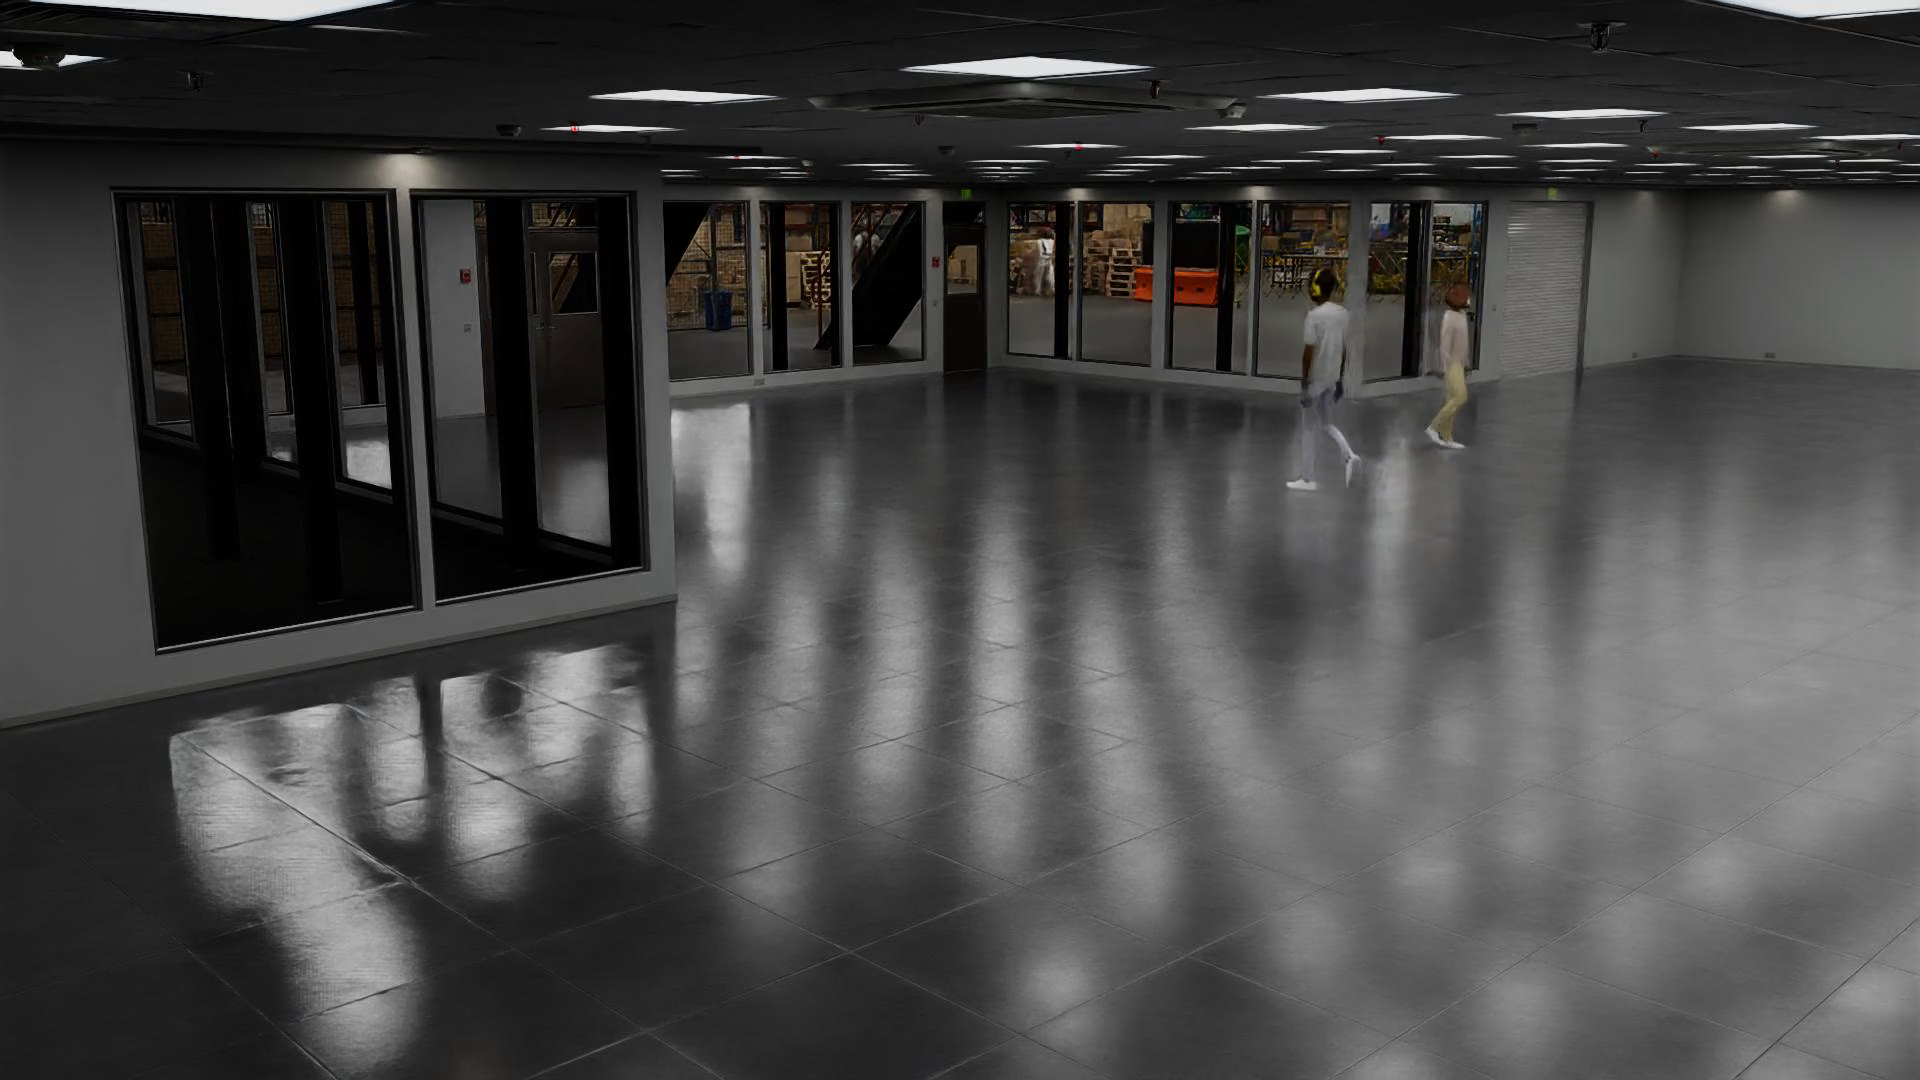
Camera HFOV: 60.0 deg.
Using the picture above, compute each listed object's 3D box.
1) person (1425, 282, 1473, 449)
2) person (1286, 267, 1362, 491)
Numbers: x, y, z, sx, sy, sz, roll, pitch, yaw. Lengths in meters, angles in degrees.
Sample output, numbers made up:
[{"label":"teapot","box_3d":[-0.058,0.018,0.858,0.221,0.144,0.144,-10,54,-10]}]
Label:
[{"label":"person","box_3d":[4.812,-1.677,16.085,0.340,1.620,0.504,6,13,29]},{"label":"person","box_3d":[3.002,-1.295,13.596,0.534,1.855,0.616,-7,13,-33]}]
